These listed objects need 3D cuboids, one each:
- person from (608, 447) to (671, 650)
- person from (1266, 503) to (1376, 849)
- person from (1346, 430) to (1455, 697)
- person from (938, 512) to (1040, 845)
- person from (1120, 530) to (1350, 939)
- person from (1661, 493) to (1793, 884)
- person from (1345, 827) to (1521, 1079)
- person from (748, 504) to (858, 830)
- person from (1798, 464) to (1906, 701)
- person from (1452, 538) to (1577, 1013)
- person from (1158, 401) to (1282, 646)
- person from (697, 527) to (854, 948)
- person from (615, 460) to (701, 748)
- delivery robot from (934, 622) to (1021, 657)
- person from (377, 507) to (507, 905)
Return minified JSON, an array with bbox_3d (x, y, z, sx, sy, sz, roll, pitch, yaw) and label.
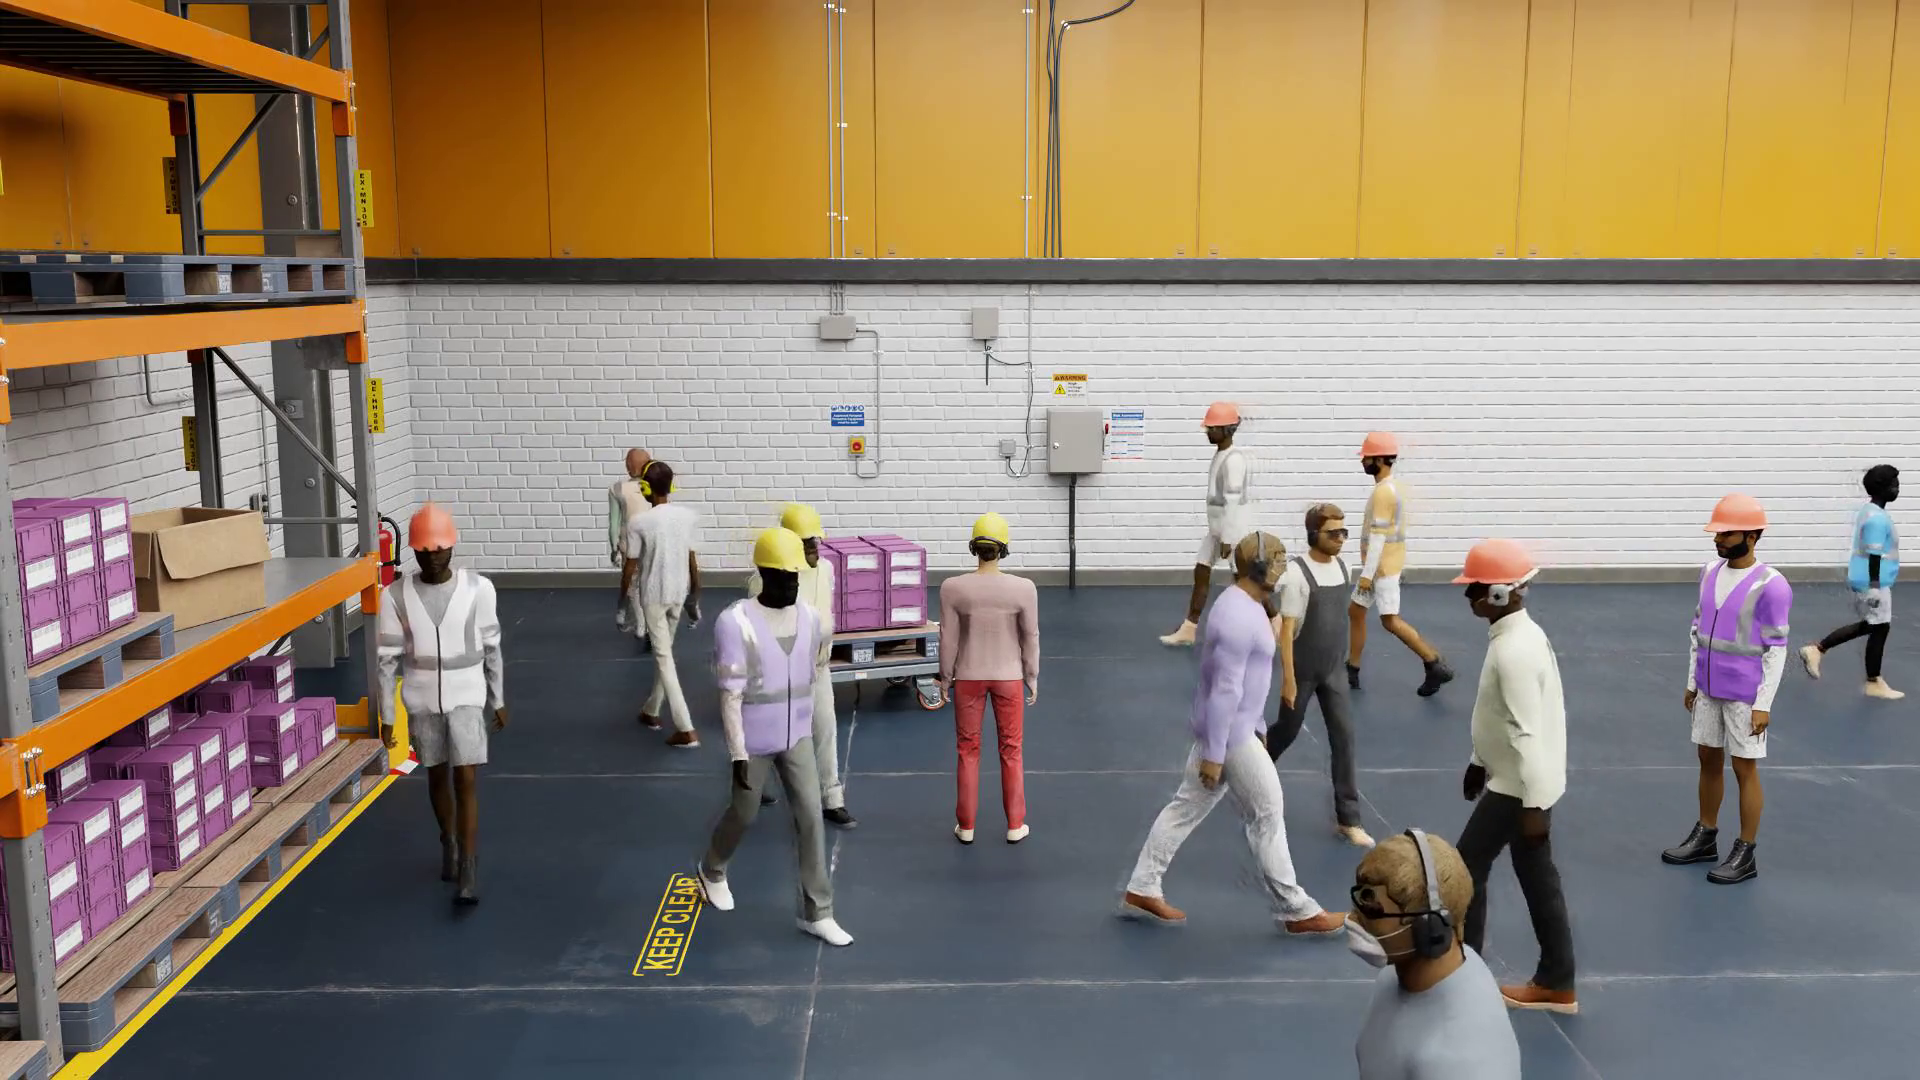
[{"bbox_3d":[-2.557,0.061,13.371,0.520,1.609,0.795,-1,9,-8],"label":"person"},{"bbox_3d":[1.873,0.683,8.986,0.522,1.814,0.955,-5,11,-29],"label":"person"},{"bbox_3d":[3.069,0.170,11.805,0.911,1.907,0.545,2,10,15],"label":"person"},{"bbox_3d":[0.152,0.731,8.781,0.534,1.767,0.317,0,9,2],"label":"person"},{"bbox_3d":[1.229,0.882,7.559,1.063,1.882,0.639,1,9,7],"label":"person"},{"bbox_3d":[3.815,0.730,8.263,0.359,1.938,0.547,-3,10,-20],"label":"person"},{"bbox_3d":[0.964,1.526,3.452,0.380,1.927,0.635,2,9,10],"label":"person"},{"bbox_3d":[-0.952,0.667,9.153,0.887,1.788,0.616,9,13,44],"label":"person"},{"bbox_3d":[6.372,0.288,11.771,0.625,1.679,0.540,4,10,24],"label":"person"},{"bbox_3d":[2.148,0.970,6.737,0.843,1.955,0.689,4,10,21],"label":"person"},{"bbox_3d":[2.172,-0.113,13.276,1.051,1.999,0.628,-1,9,-5],"label":"person"},{"bbox_3d":[-0.892,0.861,7.630,0.588,1.889,0.947,-8,12,-39],"label":"person"},{"bbox_3d":[-1.943,0.395,10.683,0.527,1.823,0.883,-9,13,-42],"label":"person"},{"bbox_3d":[0.117,0.717,12.285,0.707,0.478,0.477,-3,10,-16],"label":"delivery robot"},{"bbox_3d":[-2.485,0.799,7.944,0.575,1.897,0.947,-2,9,-11],"label":"person"}]
